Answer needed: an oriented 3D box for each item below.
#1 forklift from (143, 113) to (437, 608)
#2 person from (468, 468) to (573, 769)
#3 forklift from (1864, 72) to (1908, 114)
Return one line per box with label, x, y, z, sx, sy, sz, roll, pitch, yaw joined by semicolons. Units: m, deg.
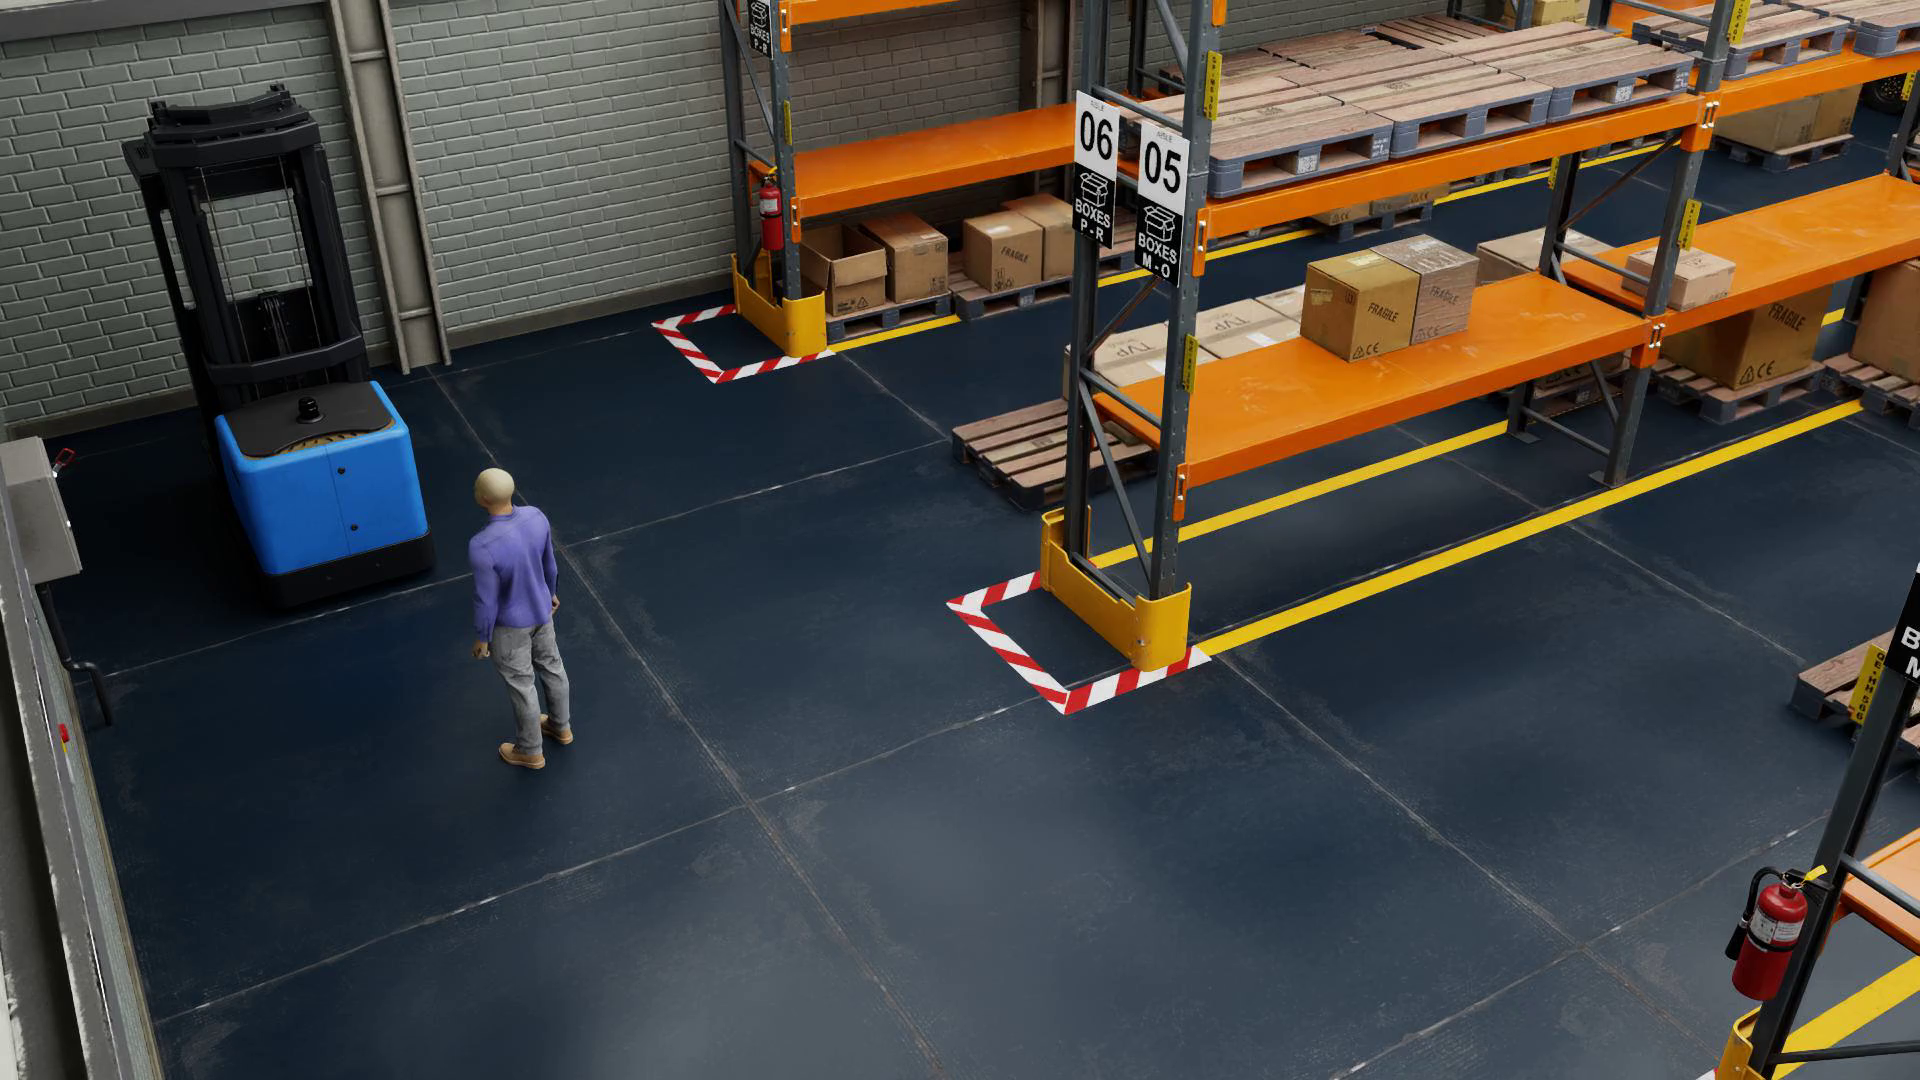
forklift;-4.289;-1.259;10.509;1.129;2.768;1.873;-17;36;-26
person;-2.324;0.416;8.815;0.395;1.800;0.589;17;36;26
forklift;11.468;-5.645;18.244;1.214;2.155;2.313;-17;36;-26
